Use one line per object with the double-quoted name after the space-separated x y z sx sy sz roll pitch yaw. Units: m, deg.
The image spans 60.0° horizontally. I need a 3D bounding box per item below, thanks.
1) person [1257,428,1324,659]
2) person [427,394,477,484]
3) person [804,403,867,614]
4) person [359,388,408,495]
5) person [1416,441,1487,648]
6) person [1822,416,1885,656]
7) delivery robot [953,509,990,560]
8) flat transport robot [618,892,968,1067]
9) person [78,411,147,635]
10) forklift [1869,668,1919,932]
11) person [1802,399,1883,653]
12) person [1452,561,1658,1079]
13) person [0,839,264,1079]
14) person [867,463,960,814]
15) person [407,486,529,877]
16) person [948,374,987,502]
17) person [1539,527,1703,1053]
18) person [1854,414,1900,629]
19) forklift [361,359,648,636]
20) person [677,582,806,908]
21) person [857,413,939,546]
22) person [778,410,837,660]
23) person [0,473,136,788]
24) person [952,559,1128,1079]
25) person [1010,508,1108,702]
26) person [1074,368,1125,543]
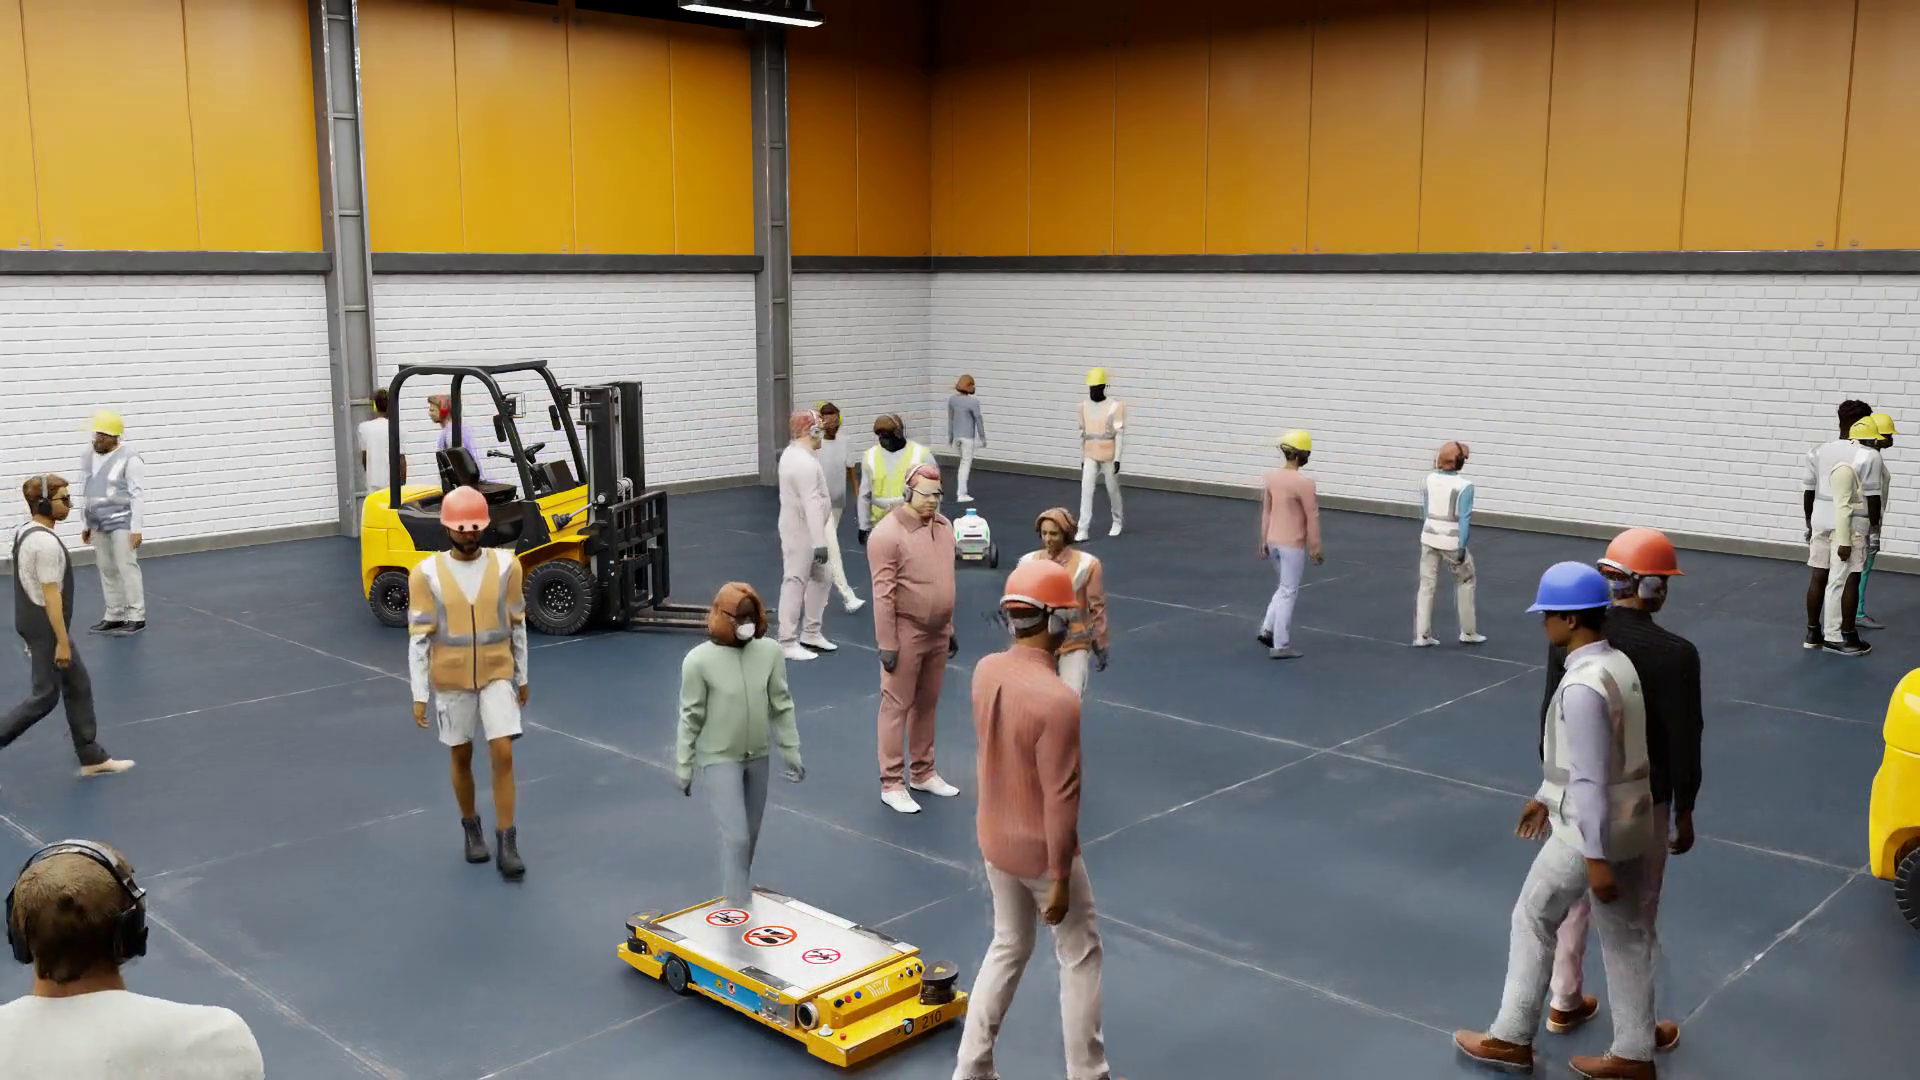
2.504 0.037 12.584 0.387 1.755 0.541 -4 10 -24 "person"
-4.720 -0.437 15.313 0.894 1.799 0.582 -2 9 -12 "person"
-1.089 -0.274 14.317 0.486 1.803 0.990 -7 12 -38 "person"
-5.369 -0.515 15.711 0.507 1.827 0.960 1 9 3 "person"
3.849 0.036 13.004 0.707 1.613 0.520 -7 11 -36 "person"
6.864 -0.040 12.796 0.404 1.832 0.594 7 11 36 "person"
0.113 -0.067 16.582 0.477 0.478 0.707 0 9 -2 "delivery robot"
-0.708 1.722 6.767 1.431 0.197 0.652 9 13 43 "flat transport robot"
-6.838 -0.125 13.411 0.631 1.812 0.404 4 10 23 "person"
5.205 0.723 7.013 2.313 2.155 1.214 9 13 43 "forklift"
6.792 -0.104 12.801 0.381 1.958 0.602 -6 11 -32 "person"
2.199 1.026 6.046 0.829 1.899 0.598 7 12 37 "person"
-1.580 1.495 3.085 0.646 1.928 0.536 0 9 -3 "person"
-0.217 0.523 9.143 0.400 1.901 0.643 7 12 37 "person"
-2.356 0.694 8.040 0.575 1.905 0.796 -4 10 -22 "person"
0.116 -1.294 21.142 0.468 1.621 0.513 -9 13 -44 "person"
2.504 0.939 6.301 0.394 1.990 0.618 -7 12 -38 "person"
7.518 -0.161 13.739 0.312 1.768 0.529 3 10 16 "person"
-3.850 -0.407 13.936 2.313 2.155 1.214 2 9 11 "forklift"
-0.885 0.986 7.168 0.526 1.606 0.644 -9 13 -43 "person"
-0.504 -0.105 13.296 0.653 1.808 0.491 4 10 21 "person"
-1.120 -0.032 12.585 0.636 1.879 0.712 -2 9 -11 "person"
-5.235 0.530 9.394 0.867 1.818 0.519 -7 12 -36 "person"
0.235 1.044 5.761 0.660 1.963 0.639 -6 11 -32 "person"
0.528 0.629 9.332 0.543 1.617 0.575 4 10 22 "person"
1.545 -0.936 18.161 0.605 1.886 0.976 5 11 29 "person"
